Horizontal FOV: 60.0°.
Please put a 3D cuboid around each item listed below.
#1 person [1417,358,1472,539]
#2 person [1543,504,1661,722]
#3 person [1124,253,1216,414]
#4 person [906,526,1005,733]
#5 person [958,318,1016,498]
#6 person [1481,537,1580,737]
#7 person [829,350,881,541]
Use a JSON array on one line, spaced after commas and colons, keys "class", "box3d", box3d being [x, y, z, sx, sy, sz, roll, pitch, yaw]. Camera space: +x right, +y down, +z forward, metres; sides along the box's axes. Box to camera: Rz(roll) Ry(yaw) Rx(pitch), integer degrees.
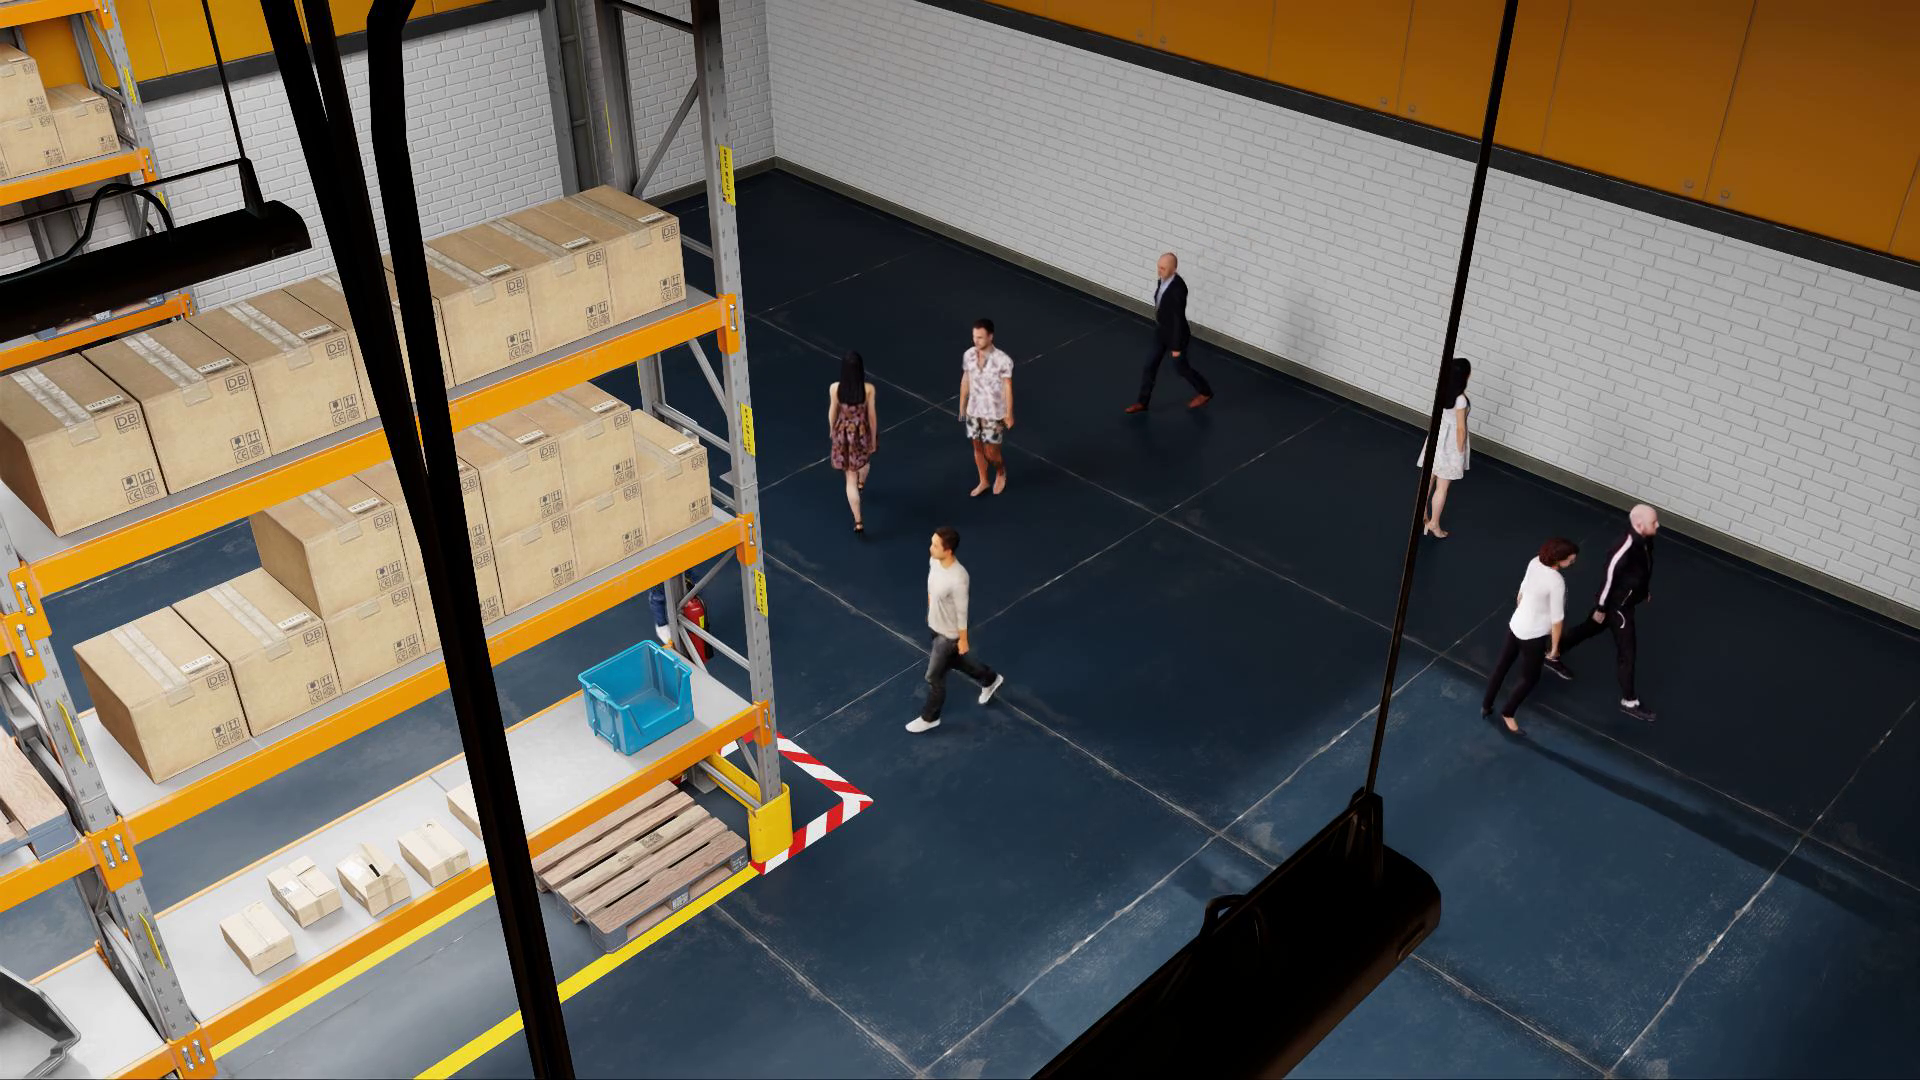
[{"class": "person", "box3d": [4.342, -0.834, 14.861, 0.787, 1.771, 0.761, -10, 35, -14]}, {"class": "person", "box3d": [4.991, 0.470, 12.883, 0.864, 1.789, 1.199, 22, 40, 30]}, {"class": "person", "box3d": [2.214, -2.078, 16.734, 1.317, 1.770, 1.069, -10, 35, -15]}, {"class": "person", "box3d": [-0.009, 0.645, 12.625, 1.184, 1.784, 0.913, -14, 36, -20]}, {"class": "person", "box3d": [0.299, -1.259, 15.467, 0.751, 1.808, 0.712, 20, 39, 28]}, {"class": "person", "box3d": [4.267, 0.716, 12.531, 0.781, 1.770, 0.760, -19, 38, -26]}, {"class": "person", "box3d": [-0.951, -0.820, 14.887, 1.171, 1.720, 1.135, -4, 34, -7]}]
